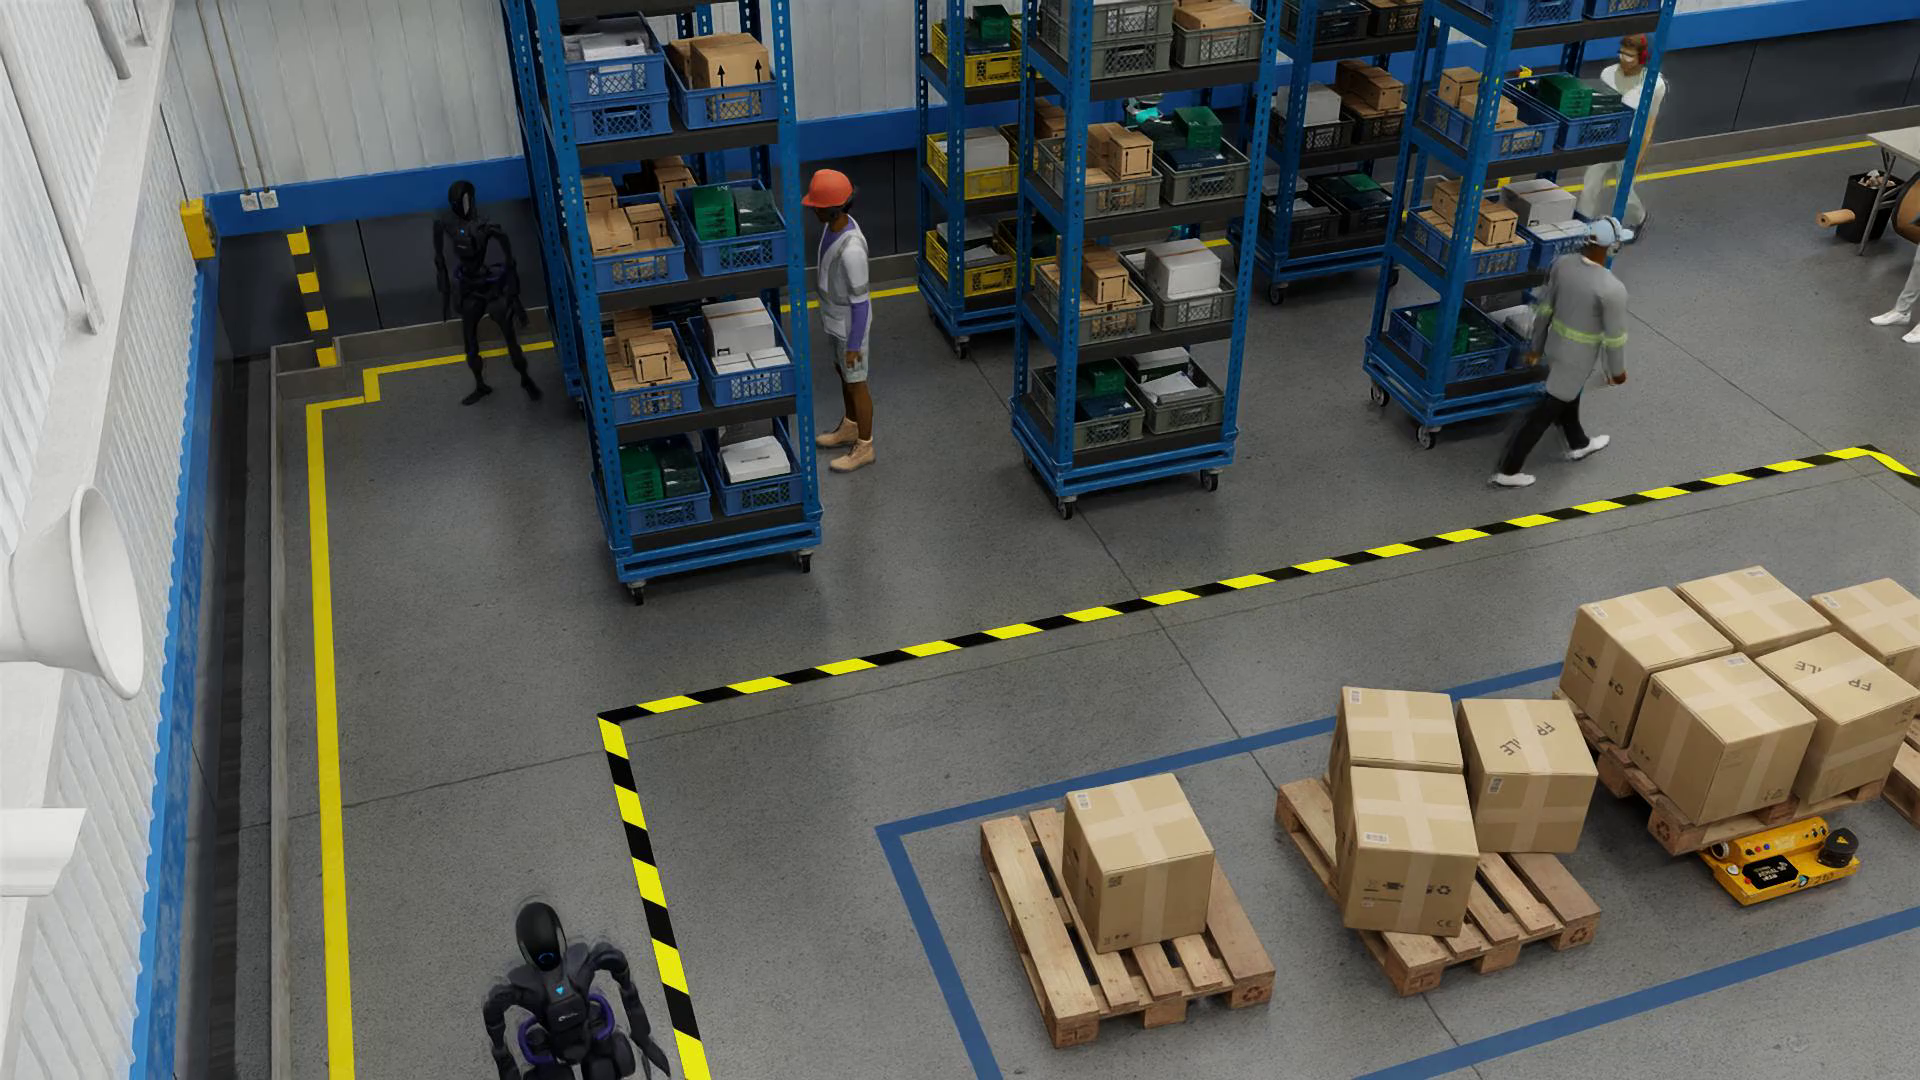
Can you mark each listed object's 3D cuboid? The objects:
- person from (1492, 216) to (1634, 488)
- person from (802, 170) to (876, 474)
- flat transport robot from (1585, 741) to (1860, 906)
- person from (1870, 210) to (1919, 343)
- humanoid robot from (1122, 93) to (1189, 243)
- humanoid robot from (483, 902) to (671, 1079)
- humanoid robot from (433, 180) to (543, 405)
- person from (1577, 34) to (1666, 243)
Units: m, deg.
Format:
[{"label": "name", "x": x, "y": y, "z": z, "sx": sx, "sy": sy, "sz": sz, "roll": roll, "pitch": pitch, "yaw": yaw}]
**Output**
[{"label": "person", "x": 3.853, "y": -1.166, "z": 10.374, "sx": 0.973, "sy": 1.799, "sz": 0.589, "roll": -10, "pitch": 37, "yaw": -14}, {"label": "person", "x": -0.749, "y": -1.366, "z": 10.459, "sx": 0.391, "sy": 2.038, "sz": 0.605, "roll": -10, "pitch": 36, "yaw": -14}, {"label": "flat transport robot", "x": 3.738, "y": 1.188, "z": 8.347, "sx": 0.652, "sy": 0.197, "sz": 1.431, "roll": -11, "pitch": 37, "yaw": -15}, {"label": "person", "x": 7.100, "y": -2.306, "z": 11.943, "sx": 0.334, "sy": 1.864, "sz": 0.517, "roll": -10, "pitch": 36, "yaw": -14}, {"label": "humanoid robot", "x": 1.553, "y": -2.612, "z": 12.372, "sx": 0.735, "sy": 1.674, "sz": 0.533, "roll": -11, "pitch": 37, "yaw": -15}, {"label": "humanoid robot", "x": -1.362, "y": 1.953, "z": 6.097, "sx": 0.610, "sy": 1.627, "sz": 0.775, "roll": -17, "pitch": 39, "yaw": -23}, {"label": "humanoid robot", "x": -3.196, "y": -1.666, "z": 11.190, "sx": 0.603, "sy": 1.643, "sz": 0.377, "roll": 5, "pitch": 35, "yaw": 7}, {"label": "person", "x": 5.238, "y": -3.128, "z": 13.150, "sx": 0.816, "sy": 1.813, "sz": 0.564, "roll": -25, "pitch": 42, "yaw": -31}]
